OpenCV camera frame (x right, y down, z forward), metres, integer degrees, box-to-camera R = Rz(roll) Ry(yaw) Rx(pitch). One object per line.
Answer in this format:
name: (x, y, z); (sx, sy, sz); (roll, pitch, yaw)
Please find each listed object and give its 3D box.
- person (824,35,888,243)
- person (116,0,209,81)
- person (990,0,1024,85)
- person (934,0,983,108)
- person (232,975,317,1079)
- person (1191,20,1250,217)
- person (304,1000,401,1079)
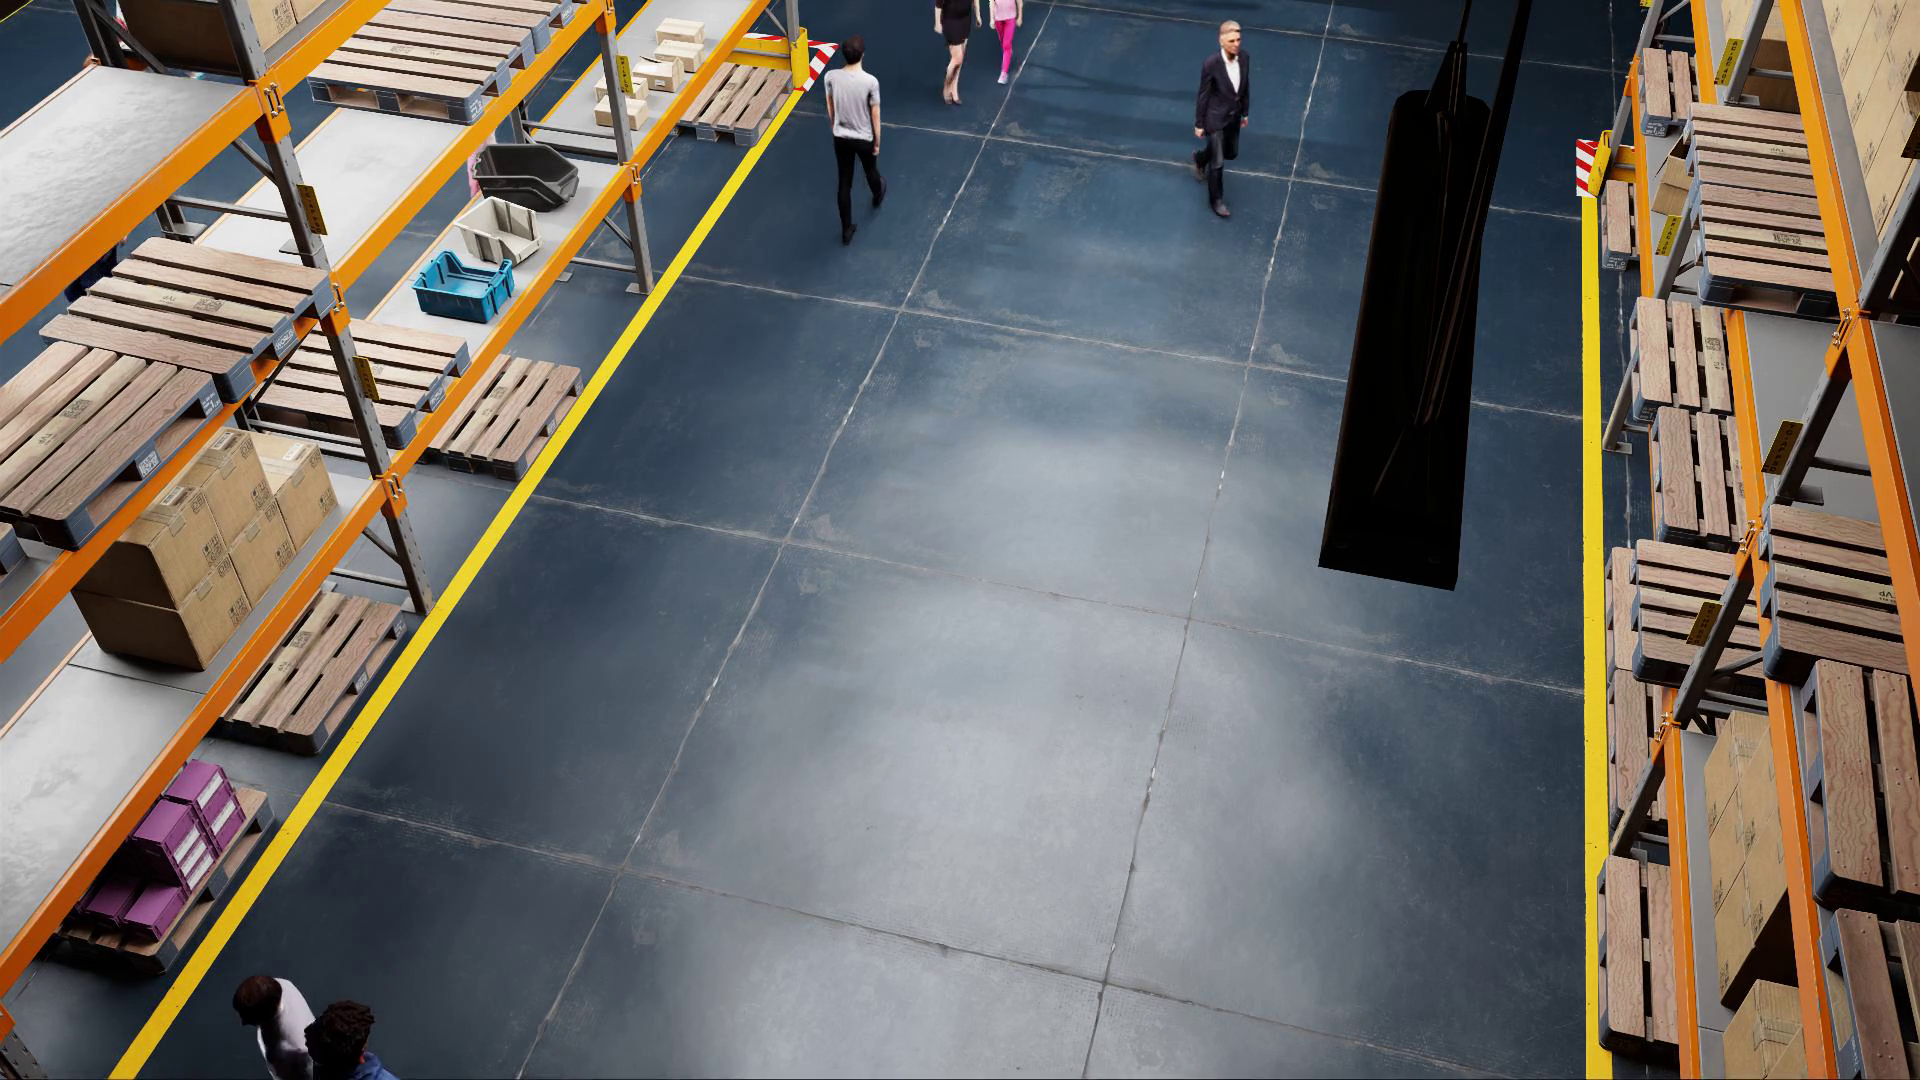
person: (-0.963, -3.468, 14.569); (0.722, 1.825, 1.135); (7, 44, 8)
person: (-8.112, -5.012, 16.267); (0.794, 1.719, 1.208); (22, 48, 21)
person: (0.467, -5.378, 16.993); (0.481, 1.246, 0.919); (9, 44, 10)
person: (-0.085, -5.107, 16.313); (0.702, 1.792, 0.776); (-32, 52, -29)
person: (-3.068, 2.631, 8.186); (1.271, 1.798, 1.105); (-28, 50, -26)
person: (2.337, -3.860, 15.001); (1.045, 1.797, 1.122); (-19, 47, -19)
person: (-2.805, 2.930, 7.891); (0.806, 1.773, 1.042); (18, 46, 18)
